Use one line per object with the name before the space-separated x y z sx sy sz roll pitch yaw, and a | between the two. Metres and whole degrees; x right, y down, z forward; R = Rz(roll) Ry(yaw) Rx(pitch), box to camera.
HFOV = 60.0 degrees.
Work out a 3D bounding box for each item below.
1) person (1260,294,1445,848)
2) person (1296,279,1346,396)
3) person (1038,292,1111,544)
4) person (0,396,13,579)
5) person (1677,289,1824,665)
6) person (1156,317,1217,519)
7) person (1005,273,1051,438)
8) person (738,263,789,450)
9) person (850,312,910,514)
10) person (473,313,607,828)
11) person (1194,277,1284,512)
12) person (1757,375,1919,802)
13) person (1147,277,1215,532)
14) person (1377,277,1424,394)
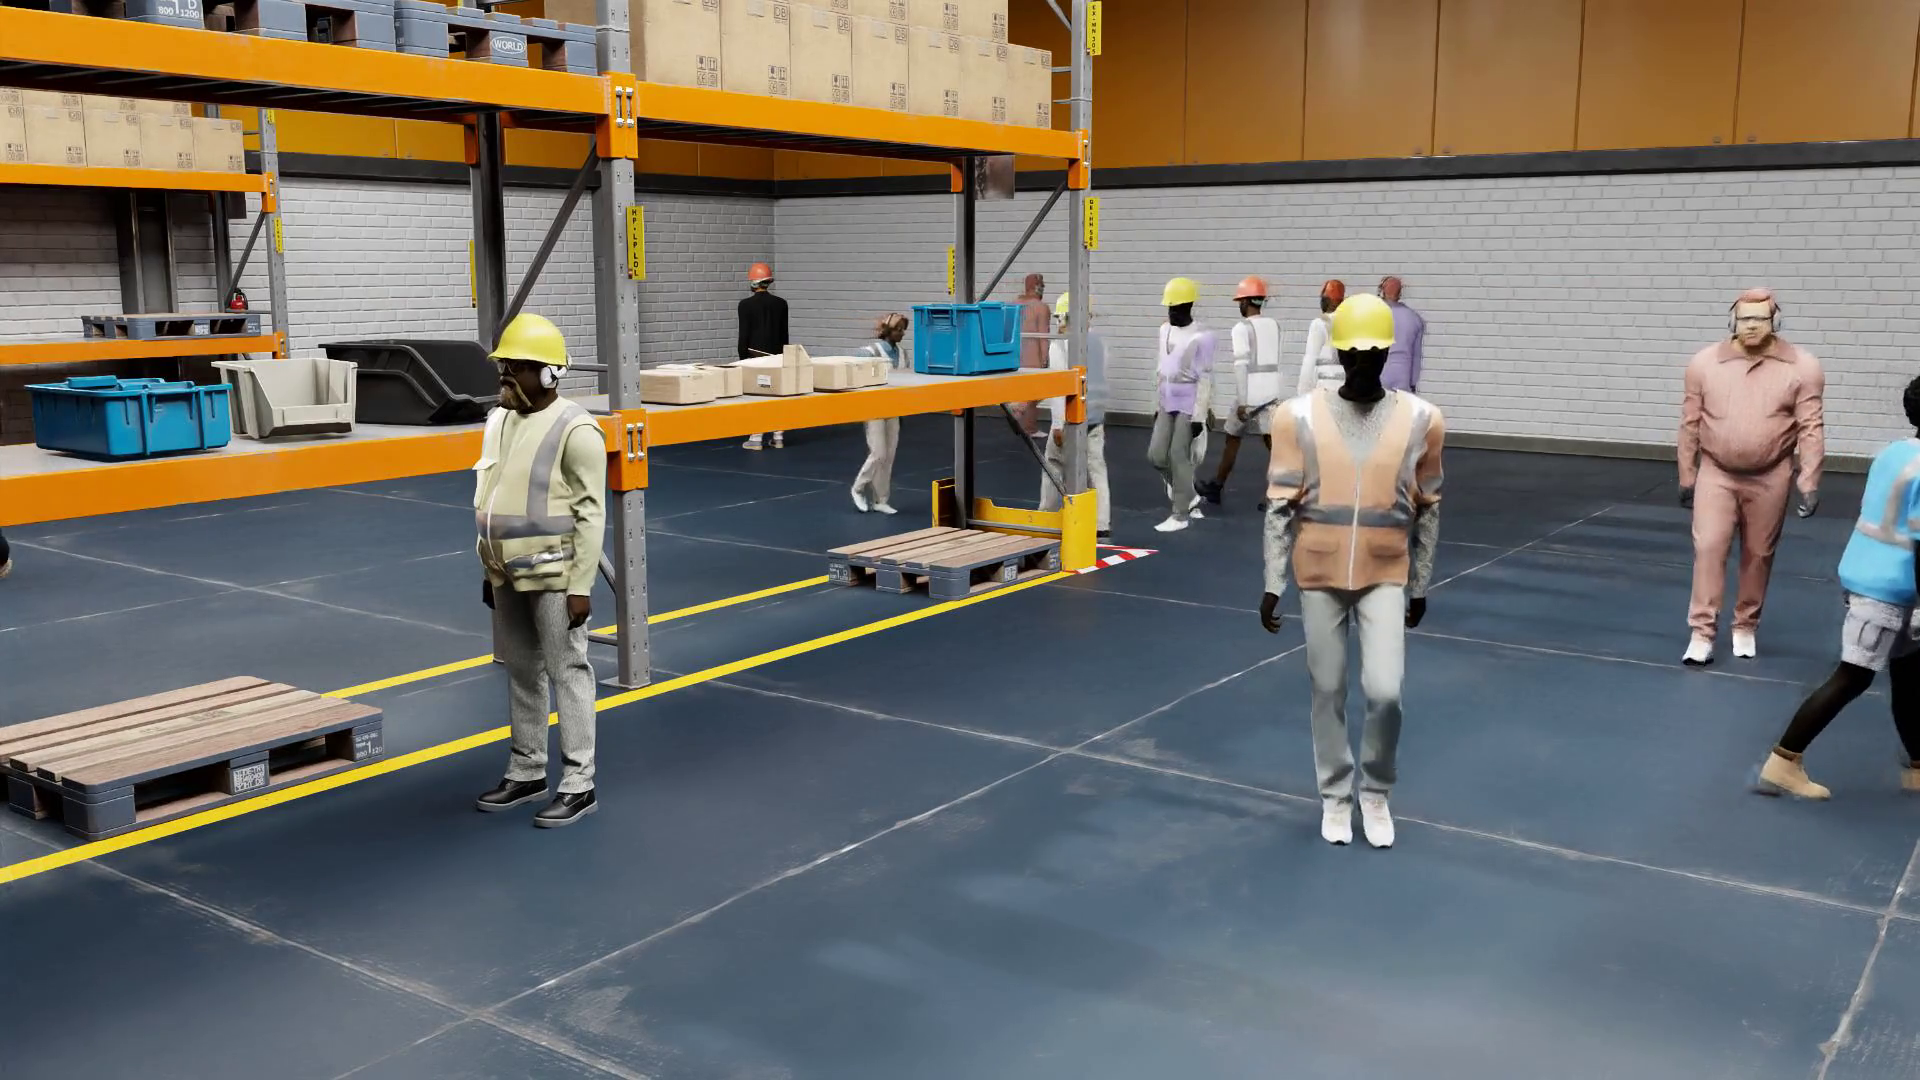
person | 1.335 0.122 5.690 0.603 1.908 0.494 2 10 12
person | 3.119 -1.284 14.204 0.600 1.858 0.701 -7 12 -37
person | 0.799 -0.880 12.028 0.614 1.792 0.835 -8 13 -40
person | -6.214 -0.691 10.156 0.706 2.000 1.039 -3 10 -16
person | 3.902 -0.292 8.259 0.669 1.869 0.895 5 11 26
person | 1.773 -0.998 13.266 0.523 1.613 0.650 -4 10 -21
person | 0.766 -2.071 18.842 0.616 1.890 0.647 -7 12 -37
person | -2.118 -1.968 17.890 0.620 1.996 0.372 -7 12 -37
person | -0.616 -0.997 13.225 0.400 1.612 0.537 8 12 39
person | -1.532 0.108 6.000 0.590 1.837 0.404 7 12 36
person | 2.335 -1.179 13.516 0.552 1.878 0.984 -6 11 -33
person | 3.418 0.178 6.154 0.821 1.646 0.542 2 10 14
person | 1.627 -0.991 12.343 0.453 1.900 0.623 -6 11 -31
person | 3.931 -1.502 15.484 0.676 1.862 0.968 -1 10 -8
